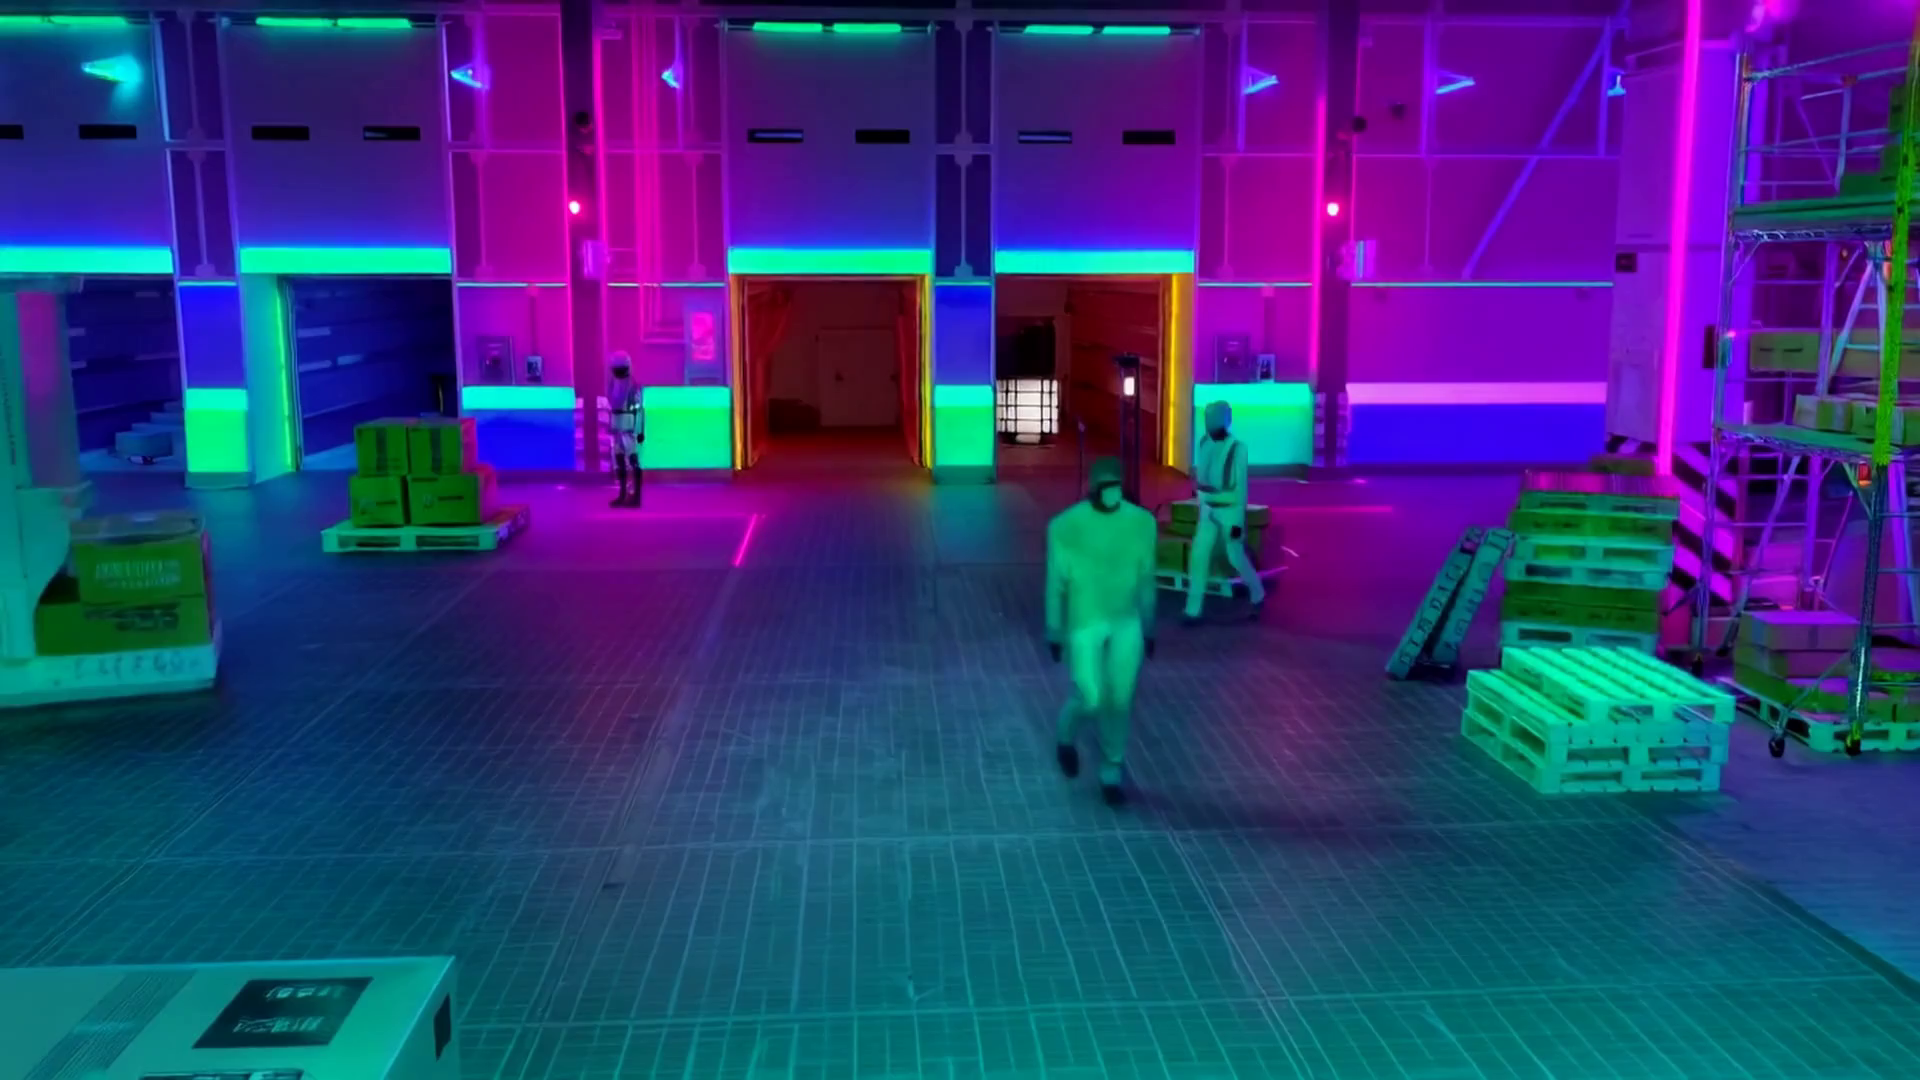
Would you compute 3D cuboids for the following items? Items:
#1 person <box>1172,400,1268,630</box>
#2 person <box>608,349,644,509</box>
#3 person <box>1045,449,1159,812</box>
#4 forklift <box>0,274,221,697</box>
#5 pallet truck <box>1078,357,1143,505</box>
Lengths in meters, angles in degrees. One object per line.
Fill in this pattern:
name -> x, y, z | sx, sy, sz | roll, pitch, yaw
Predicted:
person -> 2.155, -0.215, 13.399 | 0.972, 1.840, 0.577 | -7, 12, -39
person -> -4.073, -1.341, 20.157 | 0.544, 1.929, 0.386 | 6, 11, 34
person -> 0.745, 0.457, 8.904 | 0.628, 1.923, 0.602 | -3, 9, -16
forklift -> -6.146, -0.402, 11.272 | 1.873, 2.768, 1.129 | -4, 10, -21
pallet truck -> 2.088, -0.836, 16.757 | 1.885, 1.965, 0.823 | 2, 9, 13
